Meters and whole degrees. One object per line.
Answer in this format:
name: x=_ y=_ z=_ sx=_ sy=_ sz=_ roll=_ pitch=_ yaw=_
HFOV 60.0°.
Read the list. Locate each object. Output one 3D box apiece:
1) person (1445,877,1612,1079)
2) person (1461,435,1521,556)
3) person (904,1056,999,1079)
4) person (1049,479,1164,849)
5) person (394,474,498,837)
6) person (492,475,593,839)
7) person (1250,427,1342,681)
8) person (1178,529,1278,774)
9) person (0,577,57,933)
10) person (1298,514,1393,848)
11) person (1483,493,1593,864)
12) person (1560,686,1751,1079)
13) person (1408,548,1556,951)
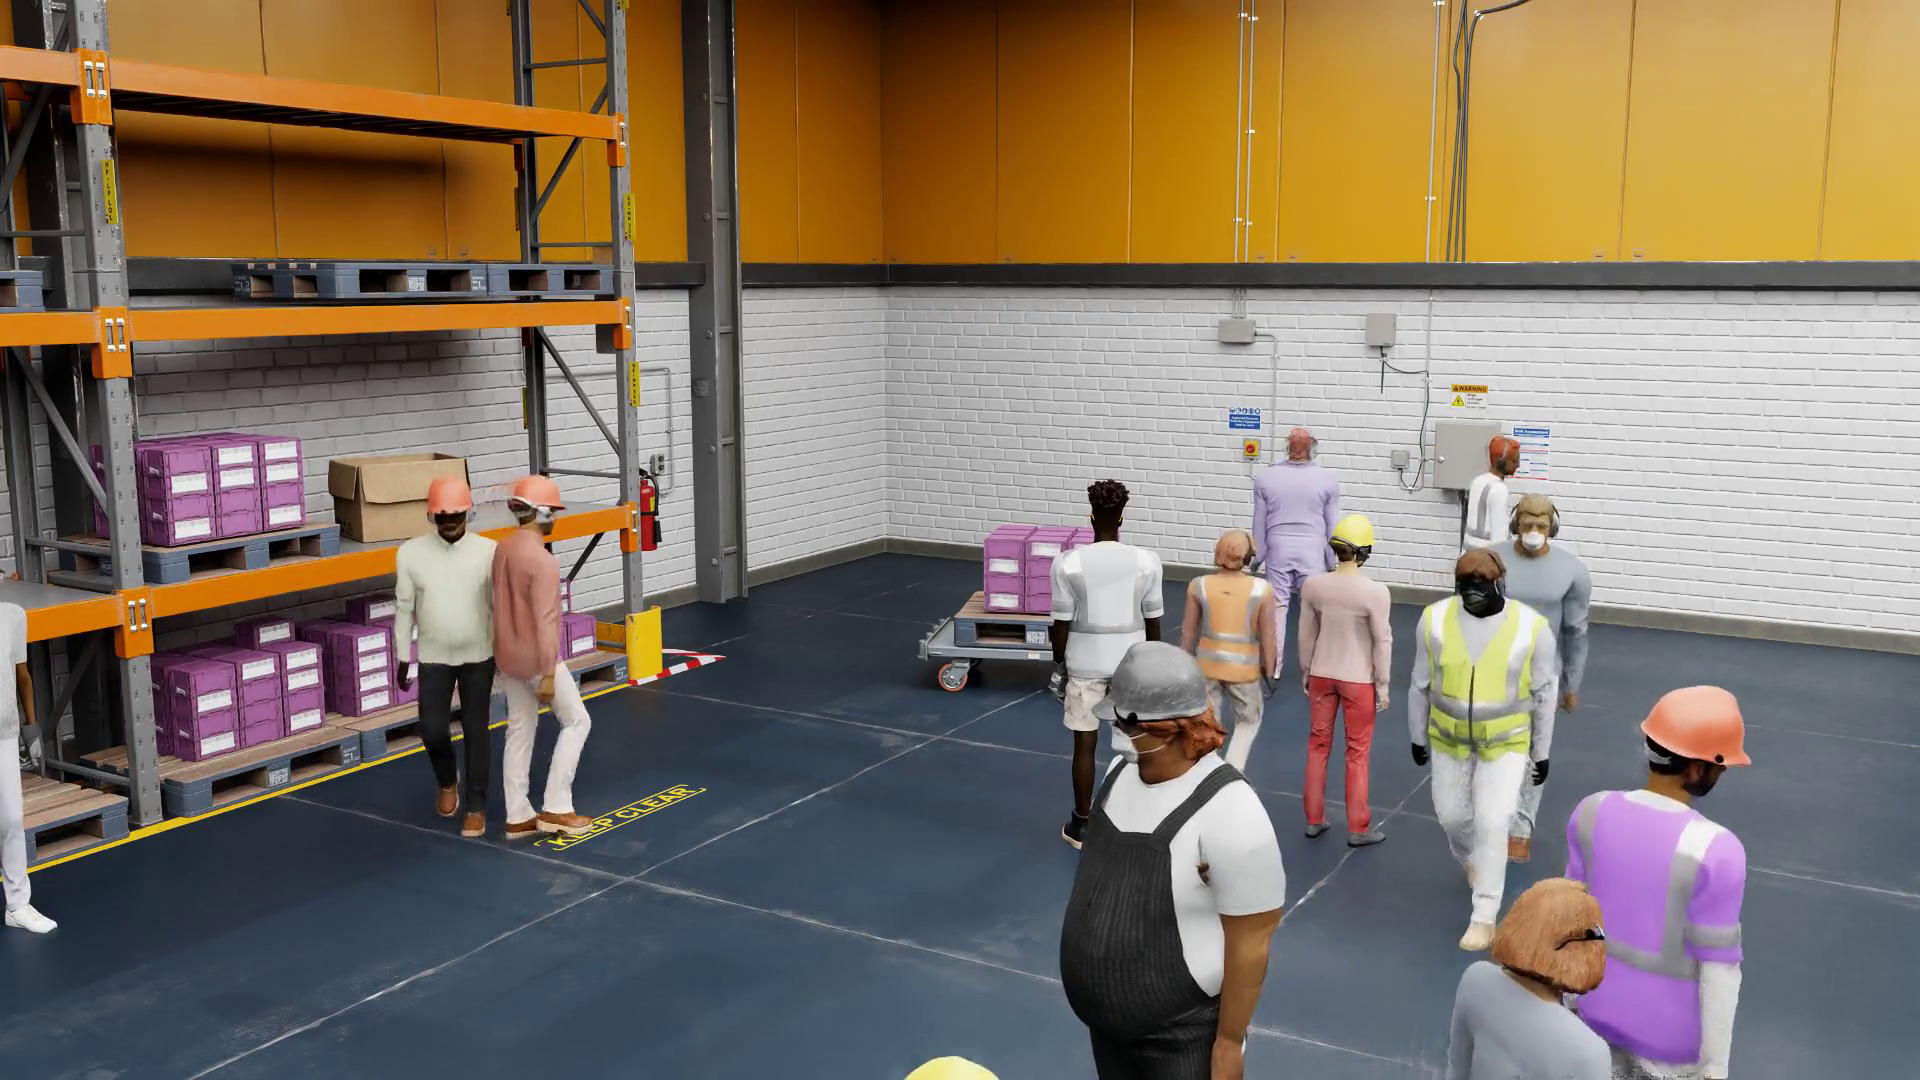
person: x=1.456 y=1.589 z=4.051 sx=0.782 sy=1.593 sz=0.516 roll=-3 pitch=9 yaw=-16
person: x=3.801 y=0.172 z=12.071 sx=0.481 sy=1.870 sz=0.673 roll=0 pitch=9 yaw=1
person: x=0.021 y=1.708 z=2.737 sx=0.610 sy=1.781 sz=0.912 roll=-4 pitch=10 yaw=-24
person: x=0.765 y=0.655 z=8.765 sx=0.607 sy=1.966 sz=0.367 roll=-1 pitch=9 yaw=-6
person: x=-2.707 y=0.617 z=8.963 sx=0.648 sy=1.975 sz=0.474 roll=-2 pitch=9 yaw=-12
person: x=-2.234 y=0.632 z=8.932 sx=0.607 sy=1.963 sz=0.577 roll=9 pitch=13 yaw=44
person: x=2.497 y=0.117 z=12.356 sx=0.684 sy=1.900 sz=0.402 roll=3 pitch=10 yaw=18
person: x=1.472 y=0.748 z=9.225 sx=0.581 sy=1.619 sz=0.411 roll=3 pitch=10 yaw=18
person: x=-4.395 y=0.914 z=7.496 sx=0.334 sy=1.860 sz=0.508 roll=6 pitch=11 yaw=31
person: x=2.052 y=0.740 z=8.855 sx=0.527 sy=1.767 sz=0.331 roll=8 pitch=12 yaw=41
person: x=2.945 y=0.688 z=8.696 sx=0.635 sy=1.921 sz=0.592 roll=4 pitch=10 yaw=23
person: x=1.870 y=1.341 z=4.656 sx=0.586 sy=1.917 sz=0.611 roll=-6 pitch=11 yaw=-31
person: x=2.408 y=0.907 z=7.700 sx=0.657 sy=1.816 sz=0.738 roll=5 pitch=10 yaw=28
